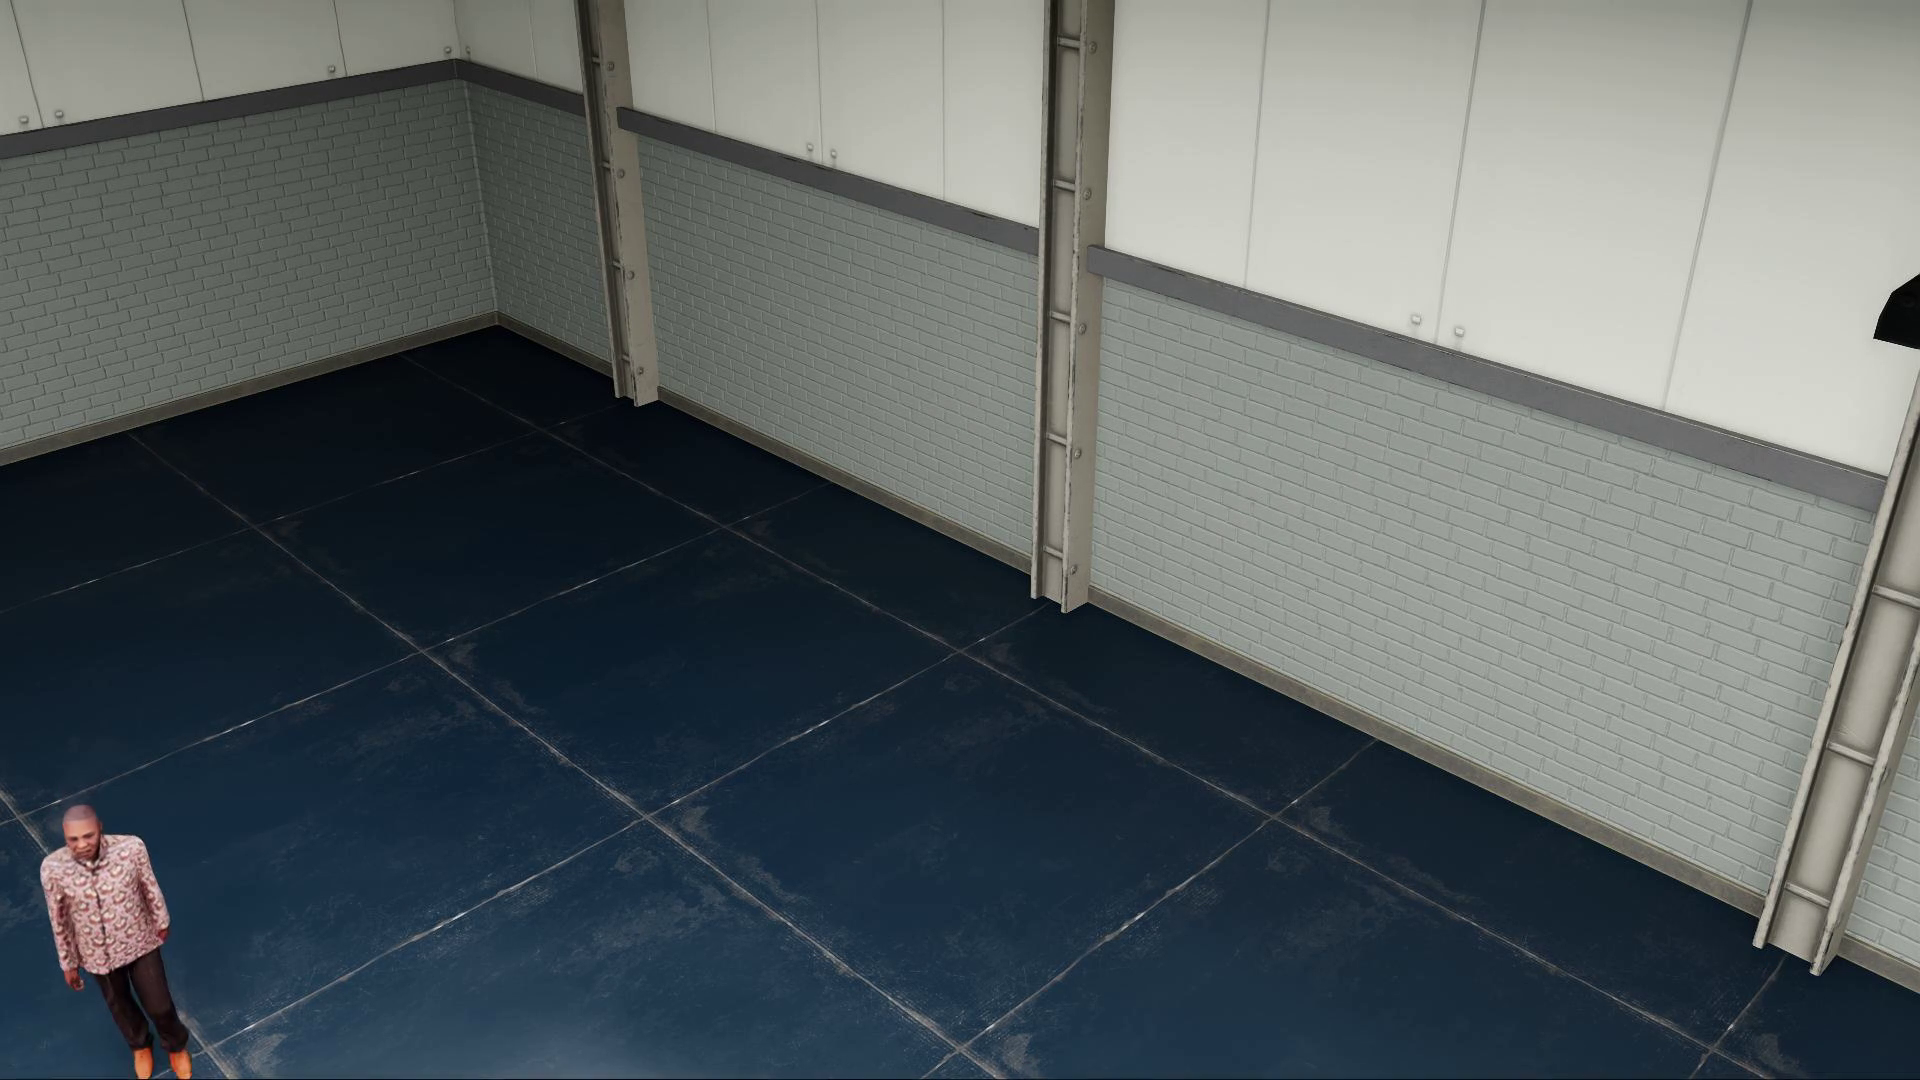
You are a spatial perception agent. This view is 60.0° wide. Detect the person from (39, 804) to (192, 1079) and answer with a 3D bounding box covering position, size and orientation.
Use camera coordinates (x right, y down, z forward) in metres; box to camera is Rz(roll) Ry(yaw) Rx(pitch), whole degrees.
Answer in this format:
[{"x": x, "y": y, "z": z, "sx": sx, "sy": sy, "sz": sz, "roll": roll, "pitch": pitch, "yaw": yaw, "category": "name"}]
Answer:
[{"x": -4.512, "y": 2.100, "z": 8.905, "sx": 0.785, "sy": 1.792, "sz": 0.792, "roll": -10, "pitch": 30, "yaw": -18, "category": "person"}]
